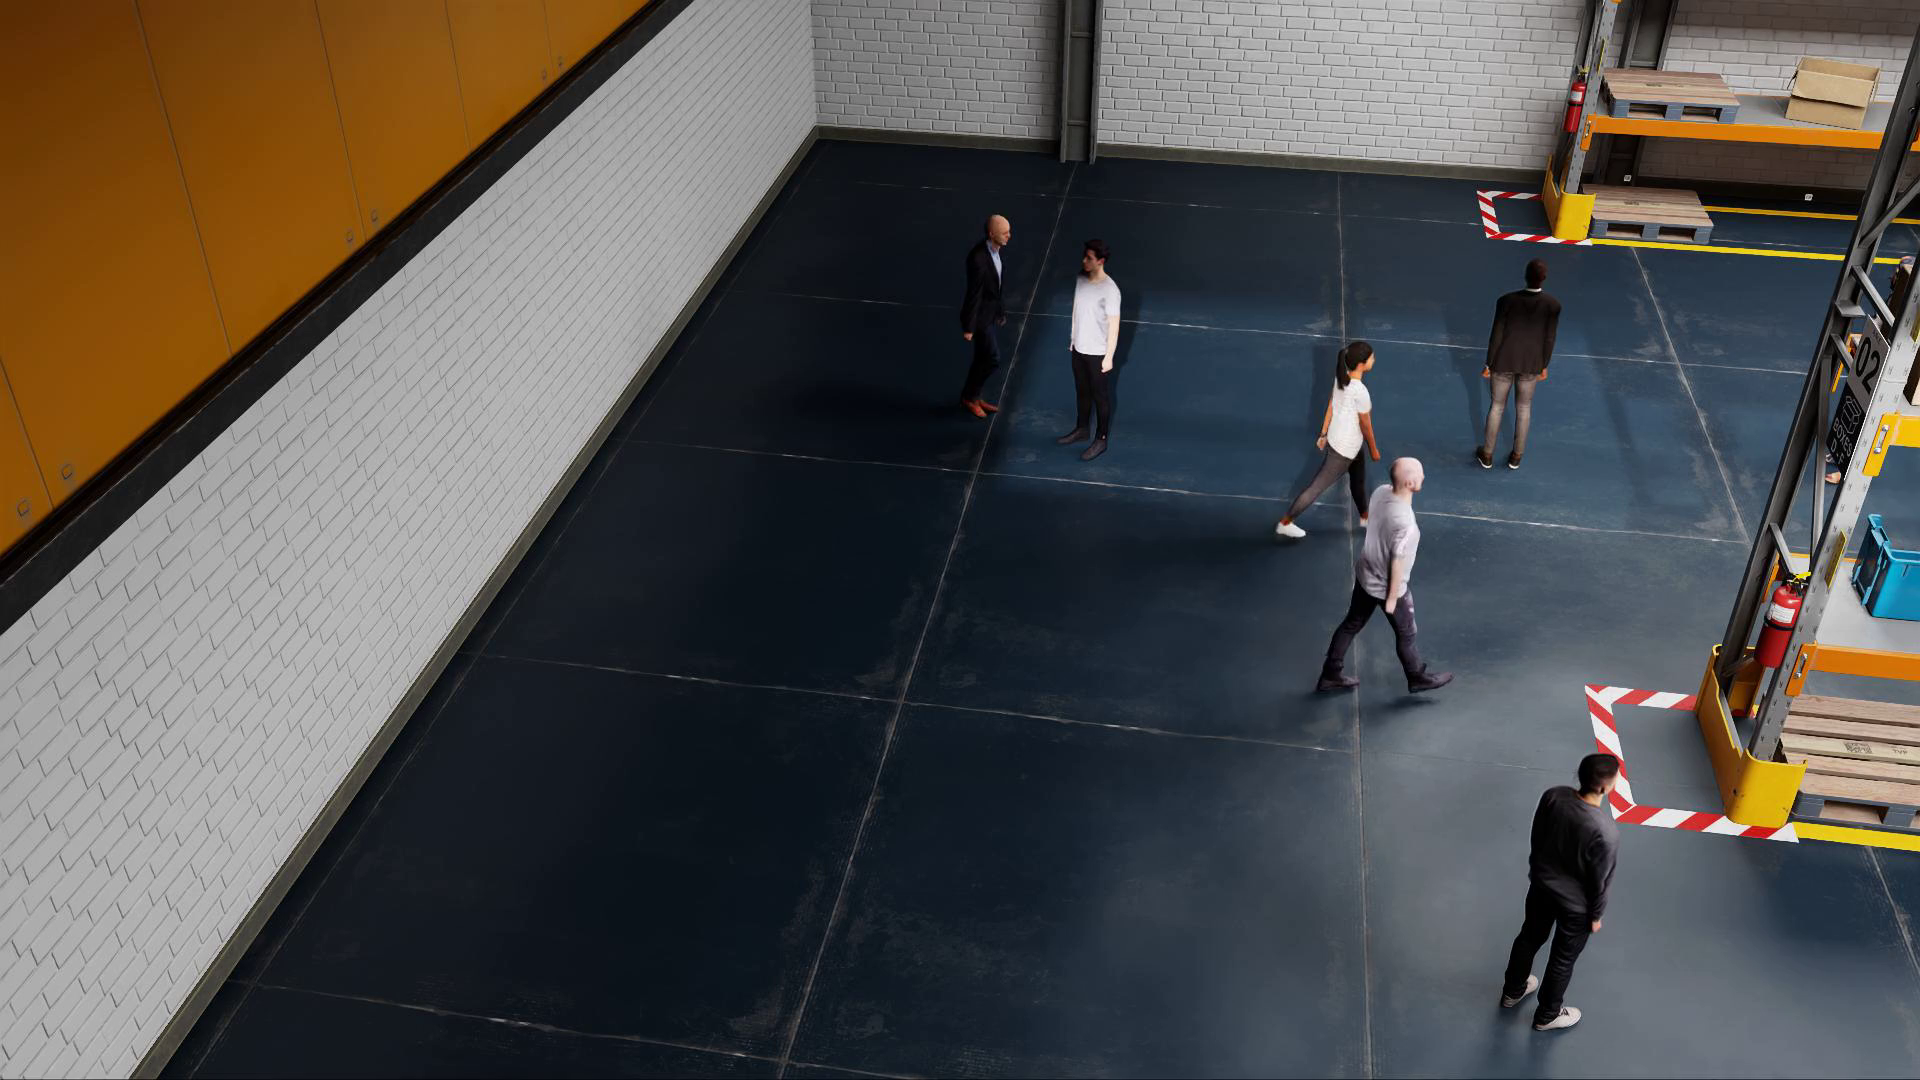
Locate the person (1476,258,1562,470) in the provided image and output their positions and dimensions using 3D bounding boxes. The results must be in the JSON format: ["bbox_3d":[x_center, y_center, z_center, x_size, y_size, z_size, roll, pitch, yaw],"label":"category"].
[{"bbox_3d":[4.434,-1.395,13.218,0.493,1.802,0.713,4,34,7],"label":"person"}]

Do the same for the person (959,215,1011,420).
[{"bbox_3d":[0.114,-1.895,13.992,0.674,1.779,0.752,15,36,21],"label":"person"}]

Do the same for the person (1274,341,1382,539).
[{"bbox_3d":[2.750,-0.674,12.325,1.213,1.592,0.767,-4,34,-5],"label":"person"}]

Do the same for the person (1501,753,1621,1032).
[{"bbox_3d":[3.081,1.782,8.478,0.739,1.760,0.687,-20,38,-27],"label":"person"}]

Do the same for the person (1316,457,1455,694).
[{"bbox_3d":[2.628,0.279,10.707,1.209,1.796,0.931,-6,34,-9],"label":"person"}]

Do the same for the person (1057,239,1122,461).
[{"bbox_3d":[1.077,-1.548,13.395,0.781,1.863,0.728,-20,38,-27],"label":"person"}]

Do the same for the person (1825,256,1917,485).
[{"bbox_3d":[7.203,-1.332,13.042,0.614,1.893,0.698,9,35,14],"label":"person"}]
